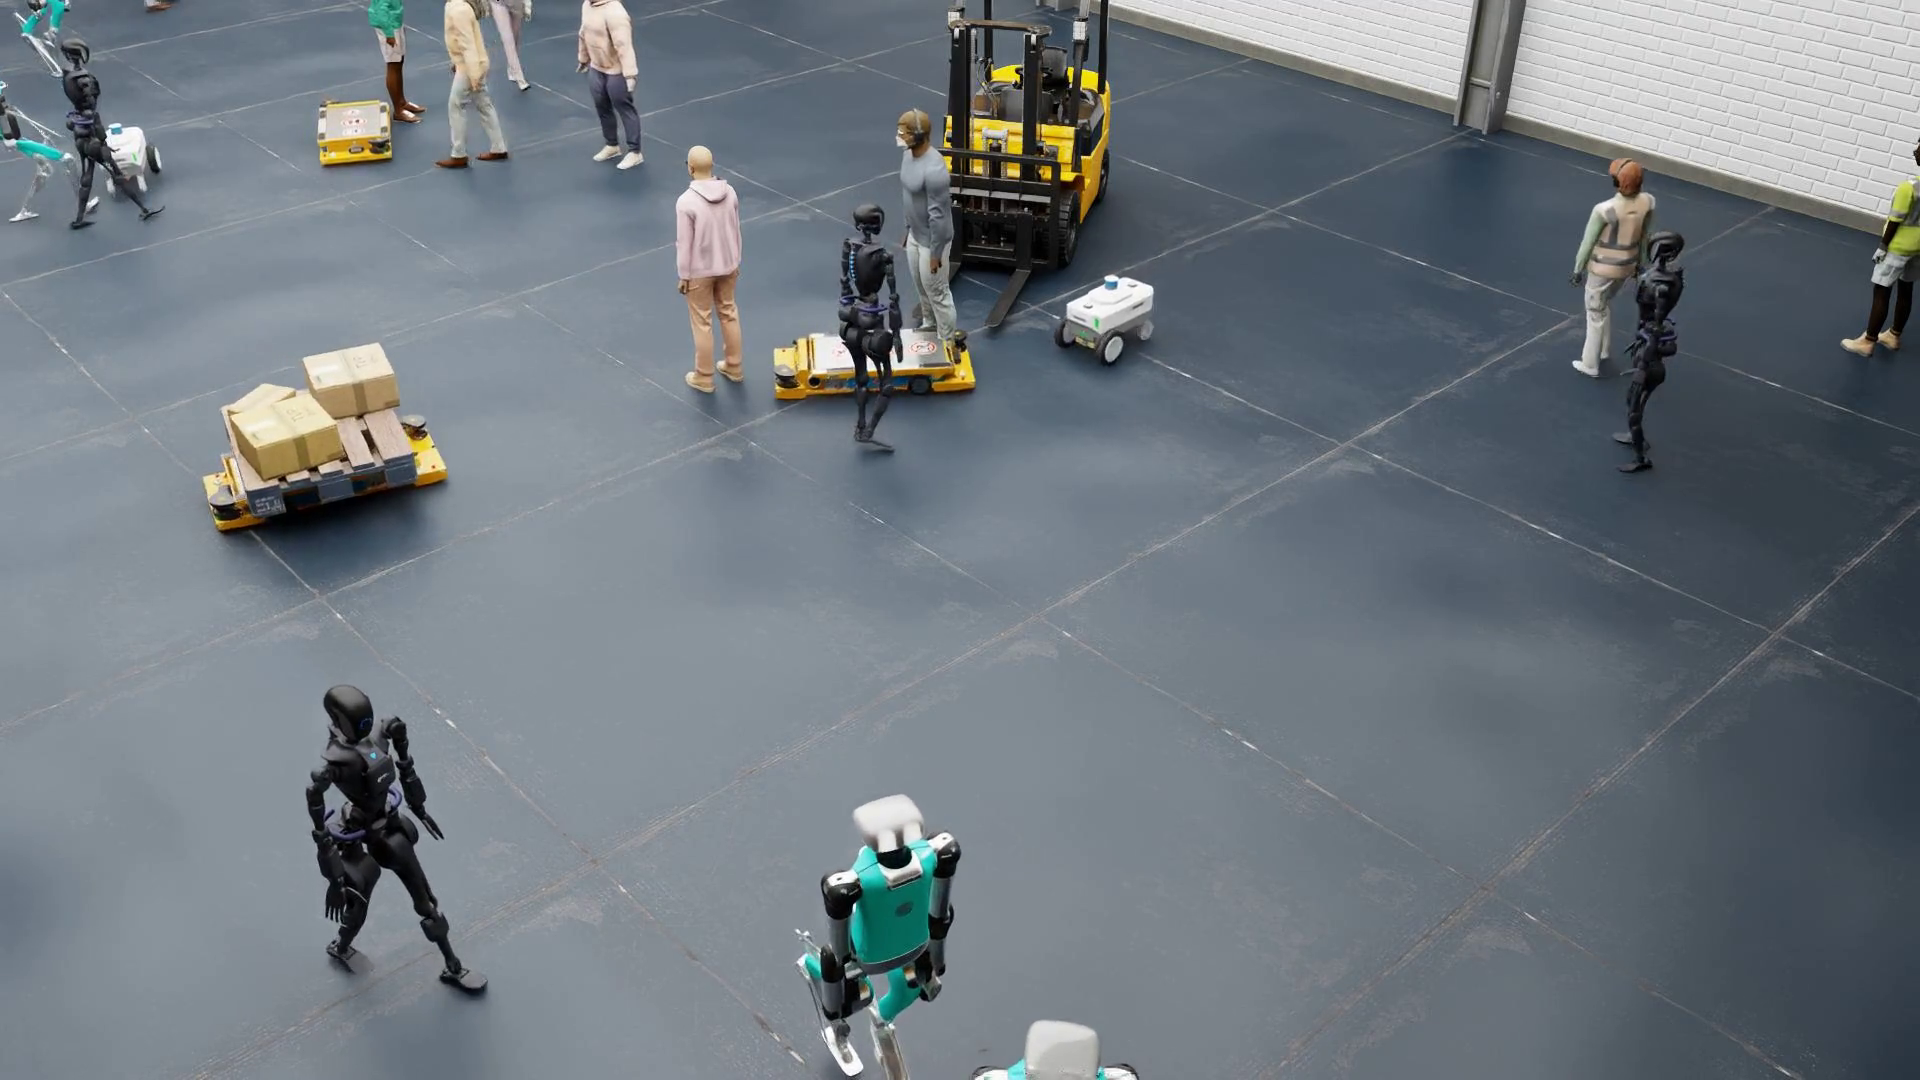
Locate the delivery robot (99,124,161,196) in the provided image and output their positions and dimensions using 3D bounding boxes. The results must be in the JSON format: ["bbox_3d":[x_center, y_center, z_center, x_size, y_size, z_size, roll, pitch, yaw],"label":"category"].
[{"bbox_3d":[-7.726,-3.546,15.378,0.499,0.614,0.791,-10,34,-15],"label":"delivery robot"}]

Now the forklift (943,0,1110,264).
[{"bbox_3d":[0.570,-3.725,14.138,1.214,2.155,2.313,9,34,13],"label":"forklift"}]

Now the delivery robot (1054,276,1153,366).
[{"bbox_3d":[1.116,-1.696,12.505,0.499,0.581,0.768,28,42,36],"label":"delivery robot"}]

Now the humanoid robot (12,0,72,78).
[{"bbox_3d":[-9.845,-5.724,17.731,0.745,1.895,0.551,12,35,17],"label":"humanoid robot"}]

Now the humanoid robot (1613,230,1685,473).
[{"bbox_3d":[4.484,-1.235,10.787,0.373,1.639,0.615,8,34,12],"label":"humanoid robot"}]

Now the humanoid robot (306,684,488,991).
[{"bbox_3d":[-2.469,1.259,6.990,0.783,1.623,0.609,16,36,22],"label":"humanoid robot"}]

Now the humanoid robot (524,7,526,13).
[{"bbox_3d":[-5.265,-7.044,19.690,0.760,1.817,0.541,15,36,21],"label":"humanoid robot"}]

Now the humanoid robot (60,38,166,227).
[{"bbox_3d":[-7.466,-3.509,14.324,0.769,1.630,0.609,-24,40,-32],"label":"humanoid robot"}]

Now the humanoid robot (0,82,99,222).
[{"bbox_3d":[-8.027,-3.621,14.439,0.893,1.812,0.547,-22,39,-30],"label":"humanoid robot"}]

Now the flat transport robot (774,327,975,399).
[{"bbox_3d":[-0.637,-1.289,12.154,1.431,0.231,0.659,-3,33,-5],"label":"flat transport robot"}]

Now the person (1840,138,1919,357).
[{"bbox_3d":[6.925,-2.162,12.192,0.533,1.691,0.317,-15,36,-21],"label":"person"}]

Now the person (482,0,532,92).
[{"bbox_3d":[-4.728,-5.595,17.454,0.523,1.688,0.921,-15,36,-21],"label":"person"}]

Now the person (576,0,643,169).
[{"bbox_3d":[-3.256,-4.409,15.499,0.813,1.857,0.438,26,41,34],"label":"person"}]

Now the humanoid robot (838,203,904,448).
[{"bbox_3d":[-0.634,-1.417,11.066,0.430,1.645,0.590,-28,42,-36],"label":"humanoid robot"}]

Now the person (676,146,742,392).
[{"bbox_3d":[-1.745,-1.895,11.709,0.415,1.774,0.536,28,42,36],"label":"person"}]

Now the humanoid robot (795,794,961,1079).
[{"bbox_3d":[-0.370,1.587,6.416,0.541,1.760,1.034,-18,37,-25],"label":"humanoid robot"}]

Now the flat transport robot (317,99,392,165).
[{"bbox_3d":[-5.956,-4.037,16.377,0.659,0.231,1.431,-9,34,-14],"label":"flat transport robot"}]

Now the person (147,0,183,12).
[{"bbox_3d":[-9.701,-7.249,20.057,0.504,1.626,0.684,26,41,34],"label":"person"}]

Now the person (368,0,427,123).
[{"bbox_3d":[-5.691,-5.127,16.604,0.400,1.850,0.492,-2,33,-3],"label":"person"}]

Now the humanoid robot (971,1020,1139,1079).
[{"bbox_3d":[0.291,2.362,5.223,0.555,1.785,0.879,-2,33,-3],"label":"humanoid robot"}]

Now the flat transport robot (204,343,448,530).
[{"bbox_3d":[-4.147,-0.446,10.859,1.431,0.231,0.659,-16,36,-23],"label":"flat transport robot"}]

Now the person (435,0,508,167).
[{"bbox_3d":[-4.707,-4.398,15.482,0.775,1.847,0.583,-7,34,-10],"label":"person"}]

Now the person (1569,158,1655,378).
[{"bbox_3d":[4.626,-1.952,11.920,0.548,1.621,0.412,-12,35,-17],"label":"person"}]

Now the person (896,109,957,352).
[{"bbox_3d":[-0.247,-2.156,11.976,0.401,1.929,0.631,-11,35,-17],"label":"person"}]
